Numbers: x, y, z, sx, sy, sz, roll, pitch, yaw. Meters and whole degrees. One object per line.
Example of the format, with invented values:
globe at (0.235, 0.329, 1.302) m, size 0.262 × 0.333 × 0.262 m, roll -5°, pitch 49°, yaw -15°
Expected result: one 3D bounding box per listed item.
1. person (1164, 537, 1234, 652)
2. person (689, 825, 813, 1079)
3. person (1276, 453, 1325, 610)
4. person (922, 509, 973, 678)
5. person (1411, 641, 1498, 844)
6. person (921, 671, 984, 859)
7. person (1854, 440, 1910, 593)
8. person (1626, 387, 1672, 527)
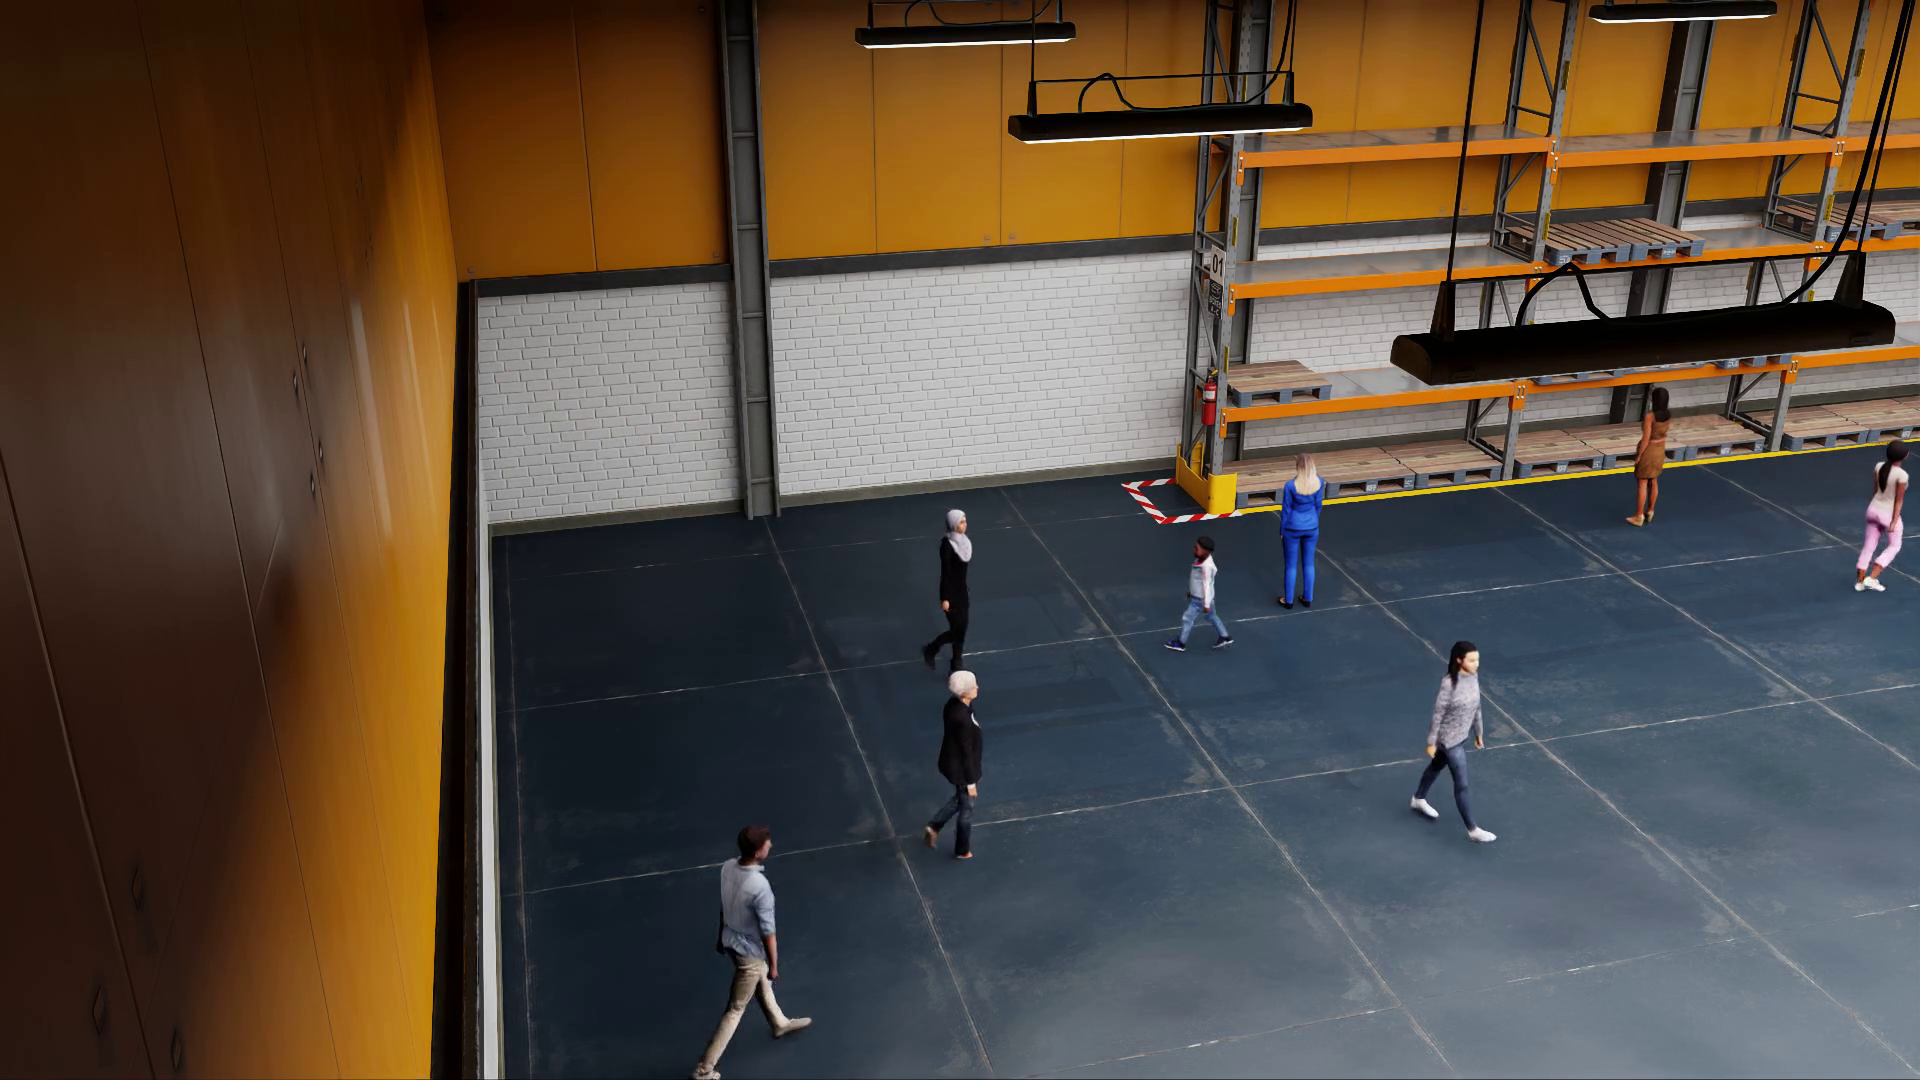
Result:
person at (2.476, 0.542, 16.567) m, size 0.961 × 1.240 × 0.714 m, roll 3°, pitch 24°, yaw 7°
person at (-1.484, 2.724, 10.864) m, size 1.326 × 1.812 × 0.994 m, roll -18°, pitch 30°, yaw -36°
person at (3.581, -0.092, 17.453) m, size 0.498 × 1.694 × 0.657 m, roll -6°, pitch 24°, yaw -13°
person at (-0.131, 0.532, 15.932) m, size 0.918 × 1.770 × 0.856 m, roll 13°, pitch 27°, yaw 27°
person at (3.964, 1.580, 13.632) m, size 1.141 × 1.690 × 1.009 m, roll -19°, pitch 30°, yaw -36°
person at (-0.051, 1.847, 13.217) m, size 0.769 × 1.769 × 0.781 m, roll -3°, pitch 24°, yaw -8°
person at (9.766, -0.238, 17.738) m, size 0.603 × 1.733 × 0.593 m, roll -8°, pitch 25°, yaw -18°
person at (8.096, -0.988, 19.509) m, size 0.548 × 1.689 × 0.690 m, roll -15°, pitch 28°, yaw -30°
